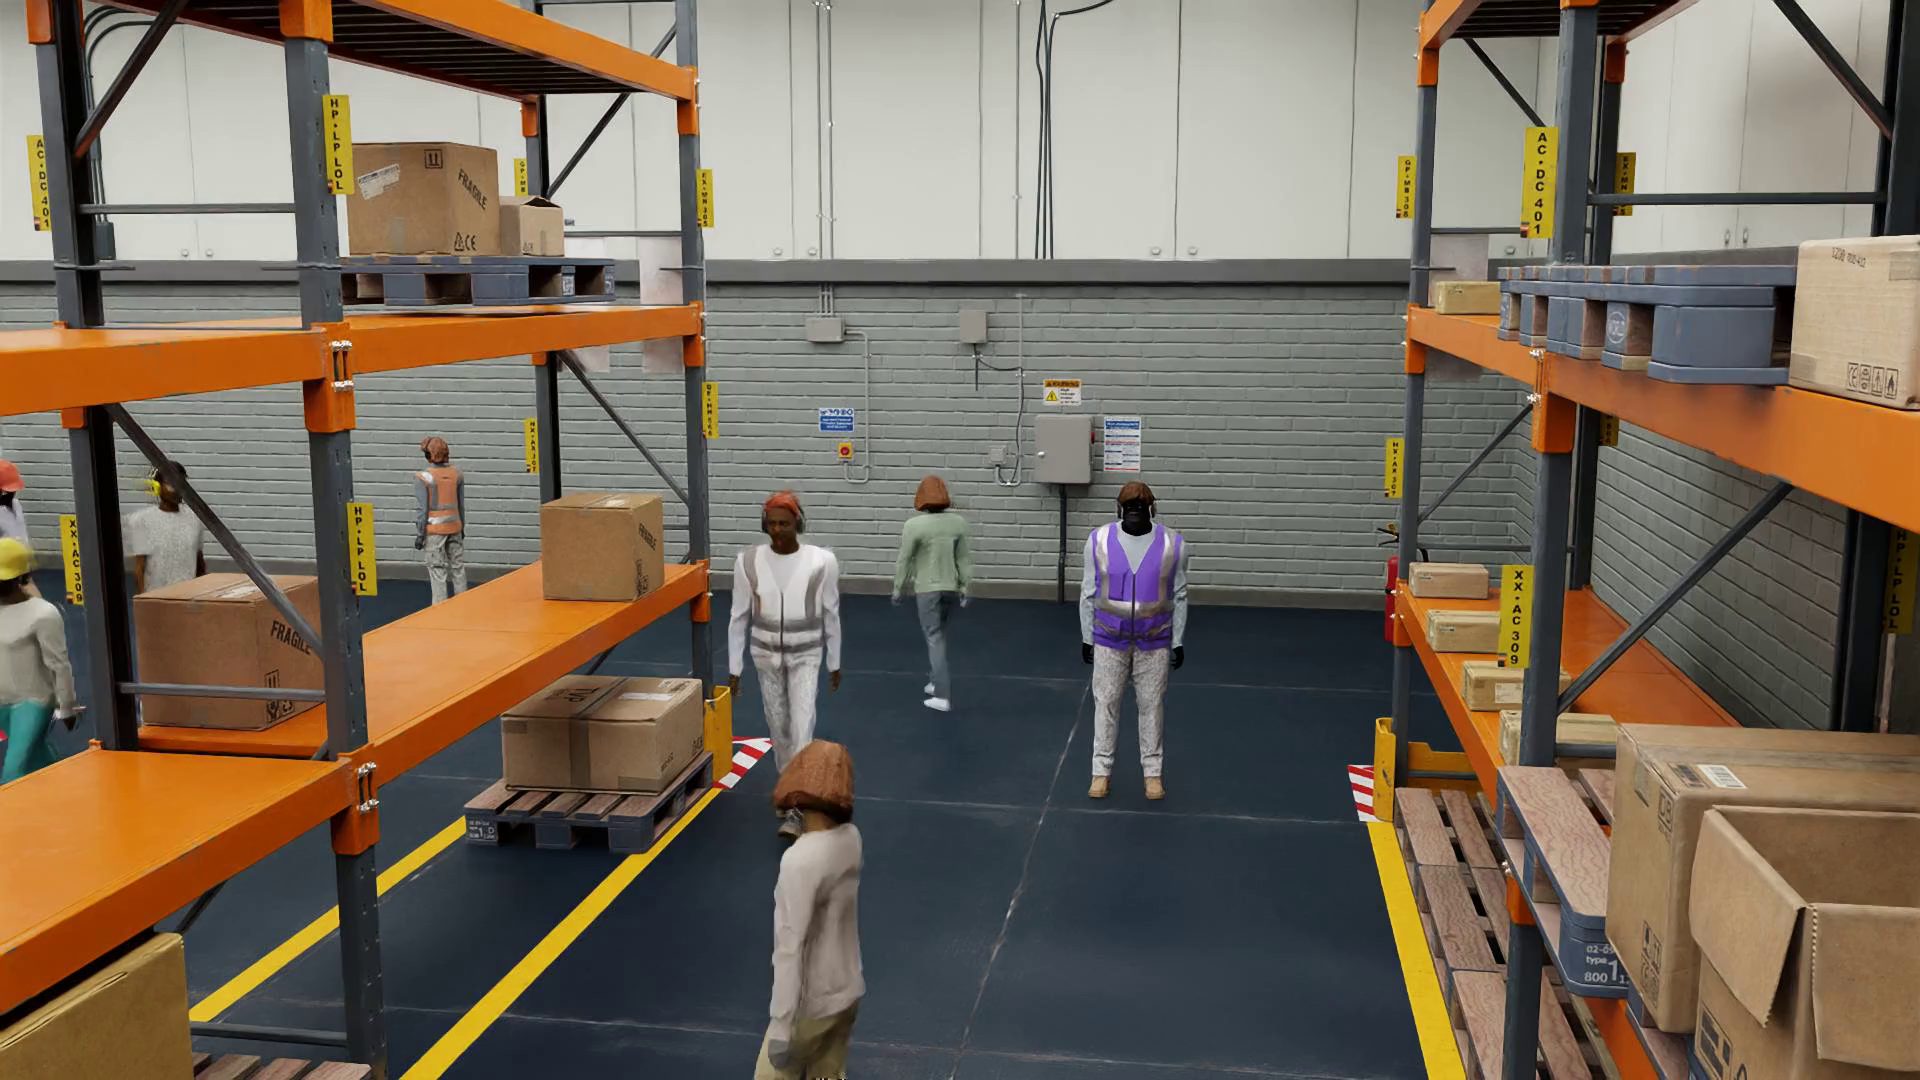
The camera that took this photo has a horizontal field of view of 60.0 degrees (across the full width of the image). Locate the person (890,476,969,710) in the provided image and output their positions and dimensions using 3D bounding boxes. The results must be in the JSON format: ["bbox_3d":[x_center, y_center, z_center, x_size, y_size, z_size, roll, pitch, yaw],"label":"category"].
[{"bbox_3d":[-0.228,0.357,11.613,0.519,1.608,0.659,-7,11,-36],"label":"person"}]

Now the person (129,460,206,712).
[{"bbox_3d":[-5.114,0.388,10.761,0.895,1.836,0.514,9,13,43],"label":"person"}]

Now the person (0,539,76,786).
[{"bbox_3d":[-4.770,0.839,8.333,0.549,1.705,0.941,3,10,19],"label":"person"}]

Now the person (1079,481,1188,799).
[{"bbox_3d":[0.994,0.575,9.560,0.621,1.845,0.429,1,9,6],"label":"person"}]

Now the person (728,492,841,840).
[{"bbox_3d":[-0.960,0.674,8.950,0.591,1.836,0.891,1,9,5],"label":"person"}]

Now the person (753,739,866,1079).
[{"bbox_3d":[-0.442,1.424,5.087,0.347,1.598,0.589,4,10,22],"label":"person"}]

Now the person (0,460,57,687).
[{"bbox_3d":[-6.730,0.263,11.890,0.579,1.705,0.620,-1,9,-5],"label":"person"}]

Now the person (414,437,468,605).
[{"bbox_3d":[-4.395,-0.057,14.085,0.311,1.638,0.523,5,11,30],"label":"person"}]
